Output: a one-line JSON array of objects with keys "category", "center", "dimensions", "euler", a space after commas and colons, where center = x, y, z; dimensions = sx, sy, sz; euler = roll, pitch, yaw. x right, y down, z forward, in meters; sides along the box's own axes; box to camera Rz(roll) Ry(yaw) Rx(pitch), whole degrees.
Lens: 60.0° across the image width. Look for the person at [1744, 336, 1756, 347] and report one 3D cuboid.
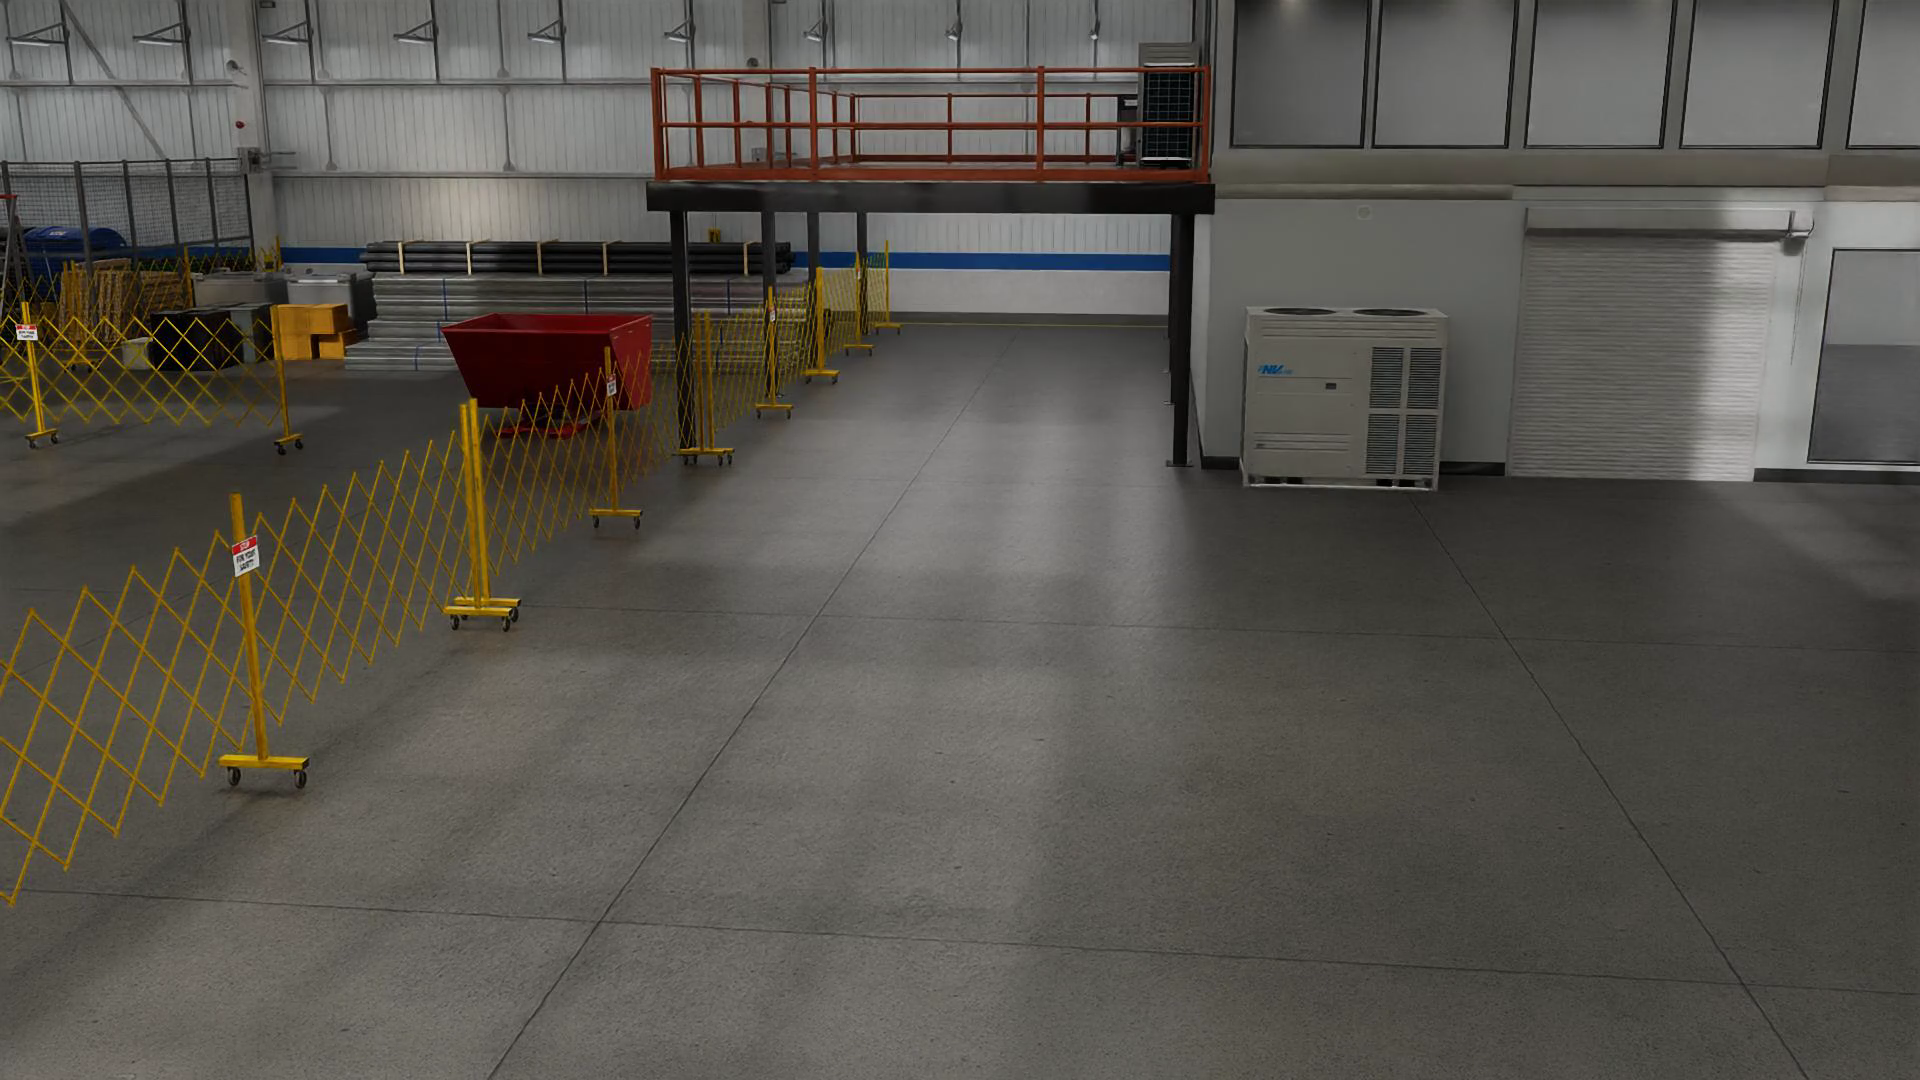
[{"category": "person", "center": [9.898, -2.350, 20.517], "dimensions": [1.016, 1.850, 0.668], "euler": [-4, 14, -16]}]
